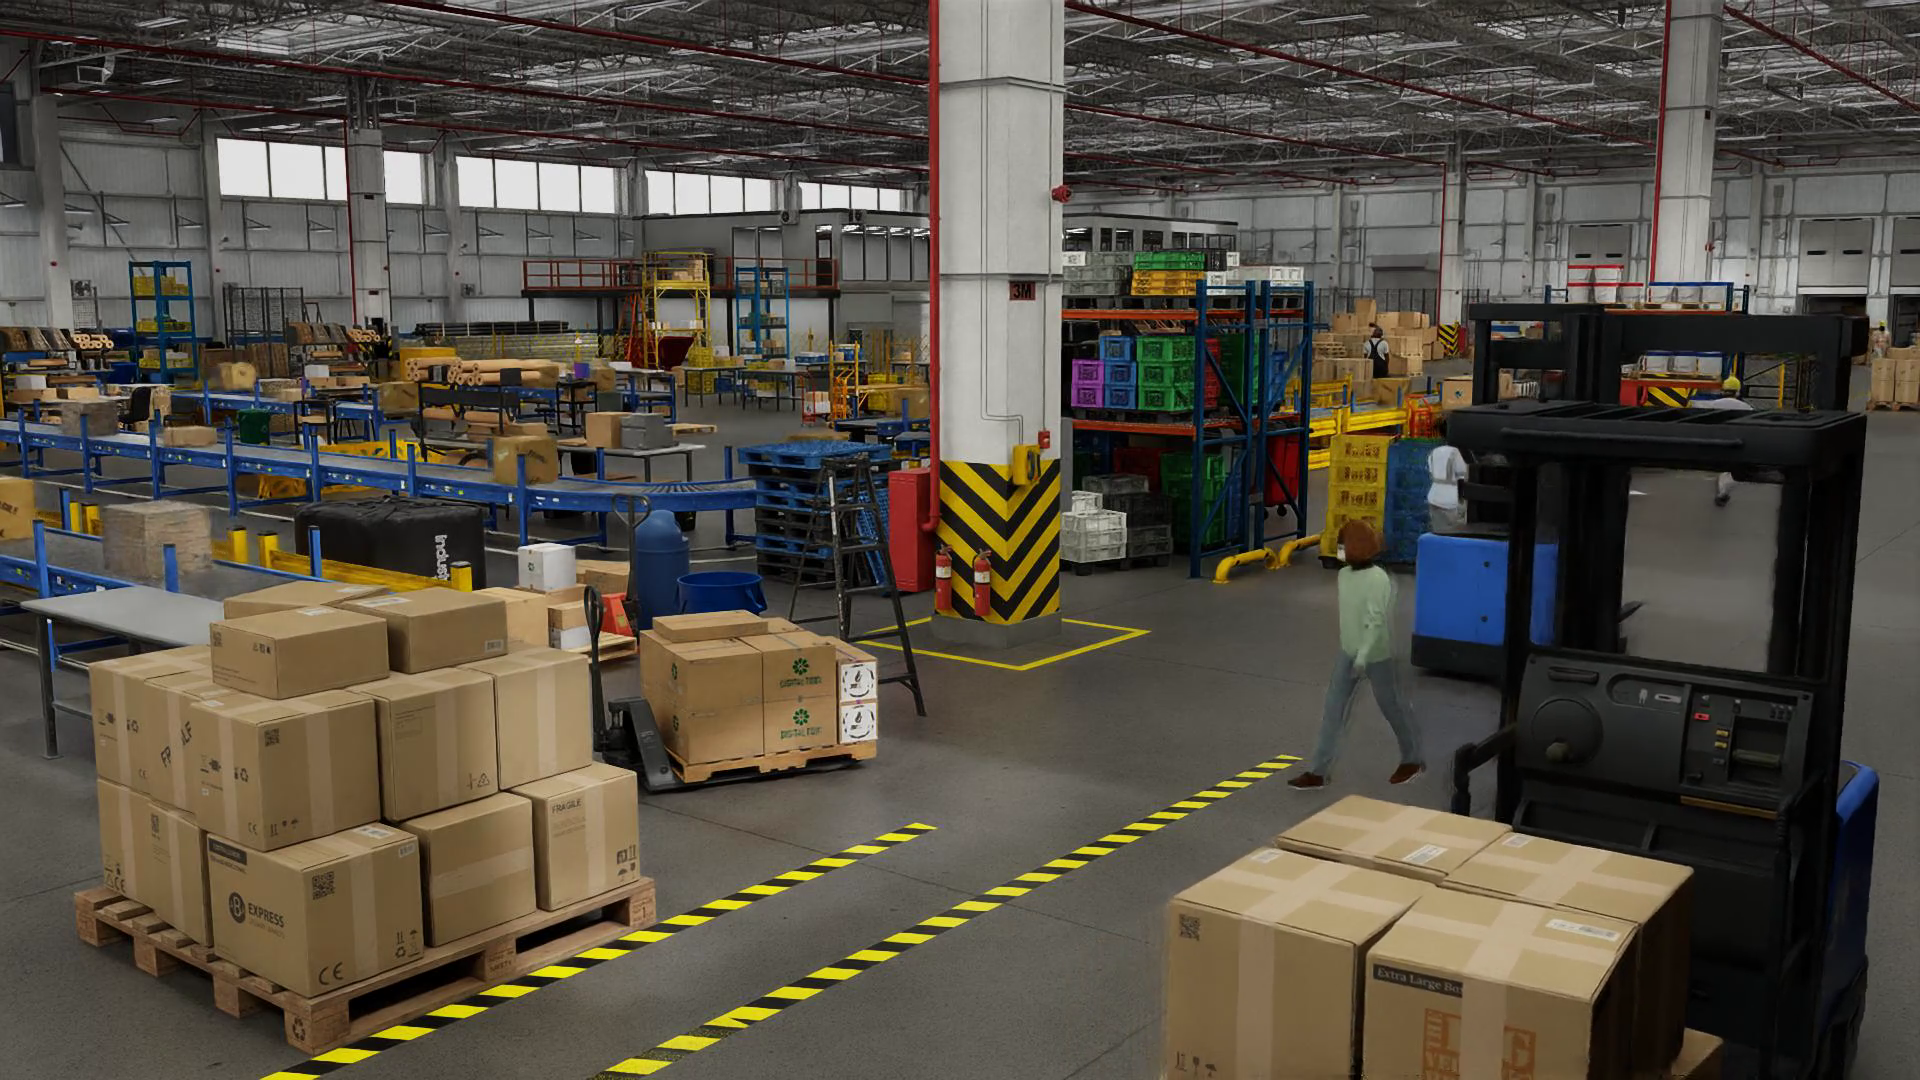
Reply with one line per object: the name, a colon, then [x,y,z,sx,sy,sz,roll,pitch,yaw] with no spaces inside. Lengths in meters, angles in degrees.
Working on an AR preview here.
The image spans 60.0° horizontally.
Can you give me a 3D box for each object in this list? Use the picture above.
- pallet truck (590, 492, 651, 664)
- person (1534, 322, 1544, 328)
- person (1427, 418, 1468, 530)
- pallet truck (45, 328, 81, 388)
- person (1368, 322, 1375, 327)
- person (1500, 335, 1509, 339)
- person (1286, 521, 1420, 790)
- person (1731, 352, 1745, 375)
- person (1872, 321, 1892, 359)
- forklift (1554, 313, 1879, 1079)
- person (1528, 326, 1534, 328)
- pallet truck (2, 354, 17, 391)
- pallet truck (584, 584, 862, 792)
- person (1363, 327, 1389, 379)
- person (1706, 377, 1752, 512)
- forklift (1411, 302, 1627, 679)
pallet truck: [-3.115,0.344,12.883,0.653,1.274,1.630,7,11,37]
person: [17.066,-5.392,49.045,0.370,2.048,0.607,0,8,-1]
person: [4.806,-0.366,16.356,0.371,1.679,0.559,-3,9,-21]
pallet truck: [-23.775,-4.544,43.495,1.885,1.965,0.823,6,10,35]
person: [15.245,-7.136,61.524,0.627,1.827,0.643,-1,8,-6]
person: [13.059,-4.048,40.576,0.923,1.885,0.565,-1,9,-9]
person: [2.355,0.675,9.711,0.887,1.580,0.507,-4,9,-25]
person: [27.612,-6.812,58.982,0.373,1.940,0.628,-5,10,-28]
person: [33.289,-6.933,59.979,0.596,1.885,0.911,0,8,-1]
forklift: [2.600,0.587,5.944,1.129,2.768,1.873,6,11,37]
person: [19.698,-6.457,57.080,0.931,1.805,0.630,1,9,7]
pallet truck: [-24.881,-4.417,42.634,1.885,1.965,0.823,8,11,41]
pallet truck: [-1.426,0.805,10.019,1.601,1.201,0.680,-4,9,-26]
person: [10.891,-4.547,43.369,0.680,2.000,0.537,6,10,35]
person: [10.232,-1.281,22.191,0.607,1.799,0.896,7,11,40]
forklift: [4.379,-0.438,12.852,1.129,2.768,1.873,7,11,37]
